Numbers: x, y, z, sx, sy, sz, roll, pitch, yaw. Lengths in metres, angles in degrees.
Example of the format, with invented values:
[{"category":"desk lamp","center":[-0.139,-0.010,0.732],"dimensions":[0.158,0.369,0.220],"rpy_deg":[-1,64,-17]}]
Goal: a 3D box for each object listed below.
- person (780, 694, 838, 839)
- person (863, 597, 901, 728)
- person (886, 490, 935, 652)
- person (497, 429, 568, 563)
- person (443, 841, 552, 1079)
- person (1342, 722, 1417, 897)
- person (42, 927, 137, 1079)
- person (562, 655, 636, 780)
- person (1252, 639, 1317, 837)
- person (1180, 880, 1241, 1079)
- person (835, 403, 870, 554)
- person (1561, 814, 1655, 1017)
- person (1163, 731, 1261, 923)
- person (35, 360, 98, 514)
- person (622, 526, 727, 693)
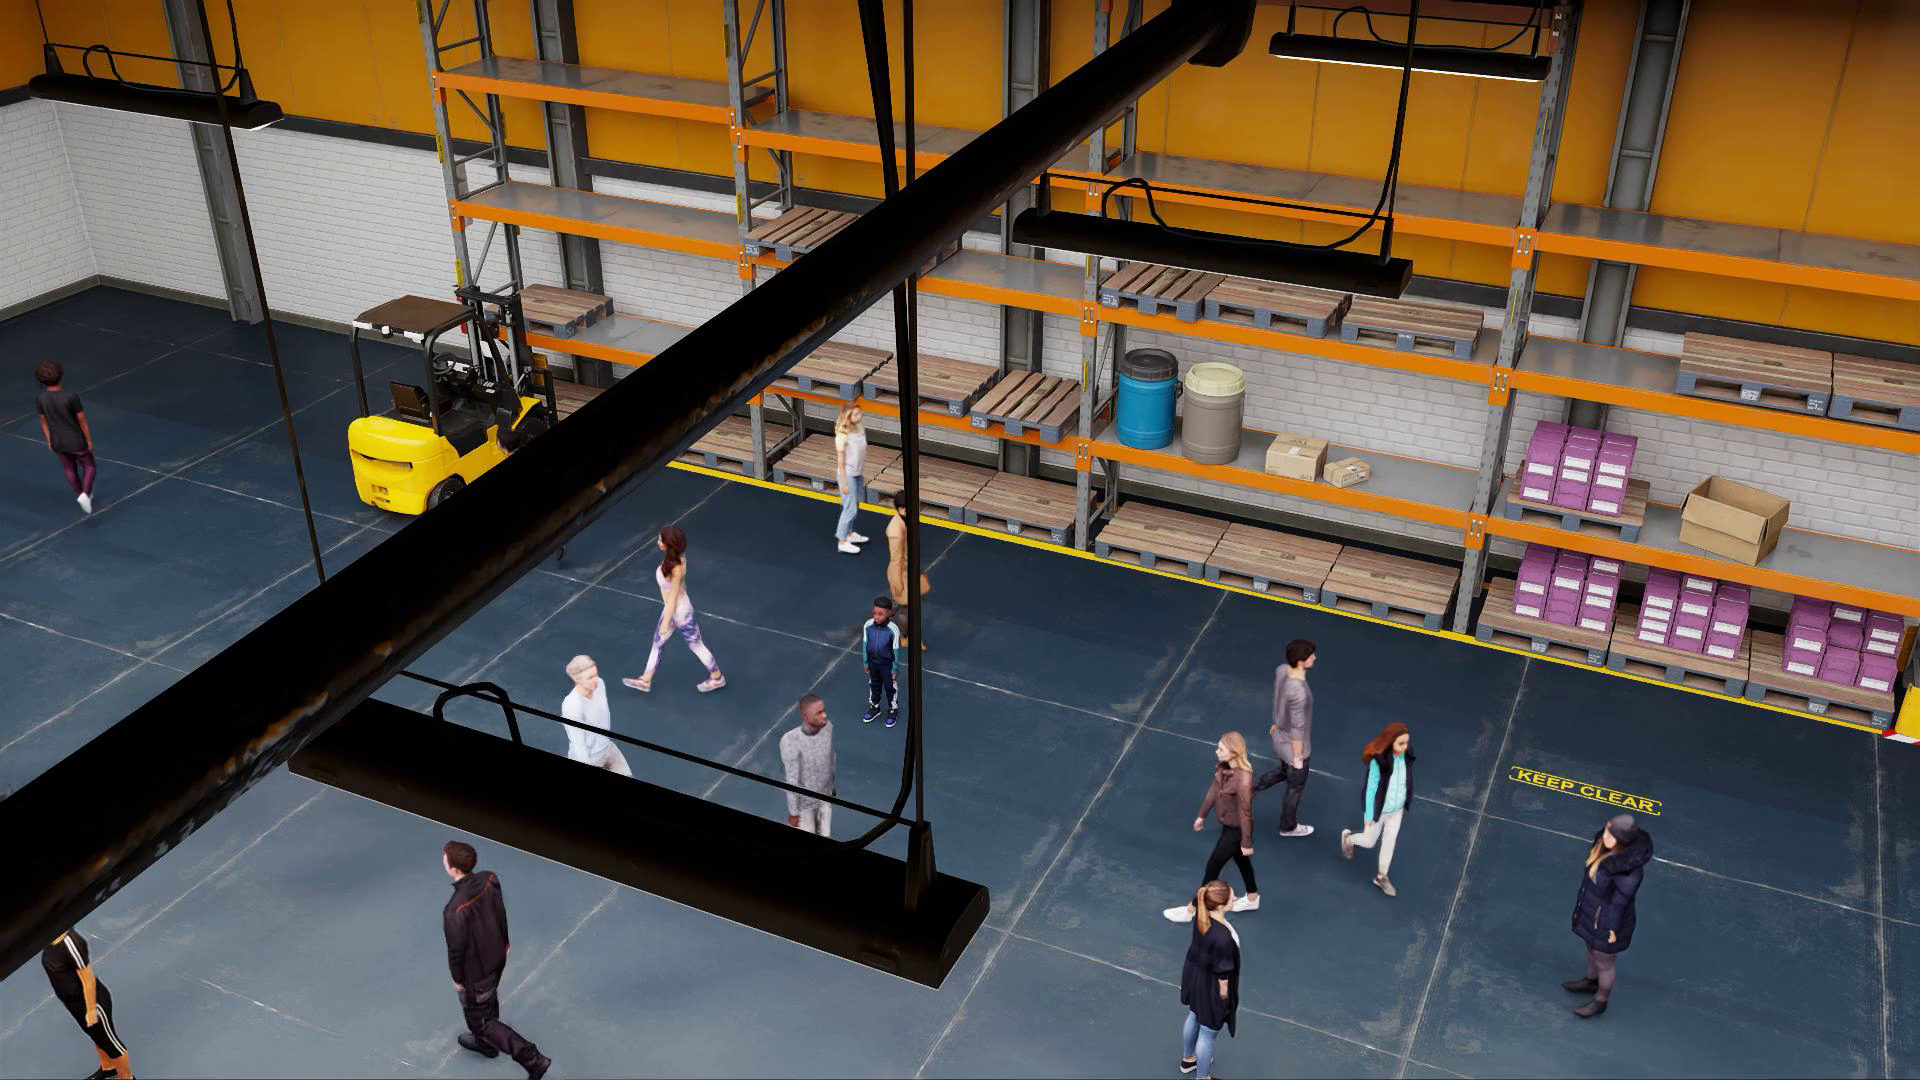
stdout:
[{"category":"person","center":[-1.195,1.926,12.623],"dimensions":[0.918,1.821,0.810],"rpy_deg":[22,35,34]},{"category":"person","center":[-0.687,1.060,14.800],"dimensions":[0.419,1.256,0.563],"rpy_deg":[11,30,19]},{"category":"person","center":[-0.597,0.272,15.771],"dimensions":[0.853,1.710,0.717],"rpy_deg":[9,30,16]},{"category":"person","center":[-4.488,-0.408,17.174],"dimensions":[1.035,1.561,0.746],"rpy_deg":[5,29,10]},{"category":"person","center":[-3.090,2.807,10.937],"dimensions":[1.139,1.888,0.782],"rpy_deg":[9,30,15]},{"category":"person","center":[3.223,2.010,12.813],"dimensions":[0.847,1.491,0.935],"rpy_deg":[-14,31,-23]},{"category":"person","center":[-5.723,2.974,10.862],"dimensions":[0.535,1.669,0.692],"rpy_deg":[22,36,35]},{"category":"person","center":[-2.942,1.687,13.010],"dimensions":[0.706,1.870,0.693],"rpy_deg":[11,30,18]},{"category":"person","center":[2.556,1.597,13.212],"dimensions":[1.033,1.835,0.920],"rpy_deg":[-2,29,-4]},{"category":"person","center":[1.631,2.916,10.952],"dimensions":[0.759,1.683,0.721],"rpy_deg":[-7,29,-12]},{"category":"person","center":[-1.163,-0.674,17.502],"dimensions":[0.572,1.714,0.625],"rpy_deg":[12,31,21]},{"category":"person","center":[4.505,2.586,11.567],"dimensions":[0.780,1.674,0.766],"rpy_deg":[0,29,1]},{"category":"person","center":[2.120,2.136,12.401],"dimensions":[1.108,1.666,0.950],"rpy_deg":[-4,29,-7]},{"category":"person","center":[-9.788,-1.100,18.228],"dimensions":[0.971,1.767,0.982],"rpy_deg":[-6,29,-10]},{"category":"person","center":[-2.448,0.673,15.030],"dimensions":[1.199,1.716,1.076],"rpy_deg":[-8,30,-14]}]
